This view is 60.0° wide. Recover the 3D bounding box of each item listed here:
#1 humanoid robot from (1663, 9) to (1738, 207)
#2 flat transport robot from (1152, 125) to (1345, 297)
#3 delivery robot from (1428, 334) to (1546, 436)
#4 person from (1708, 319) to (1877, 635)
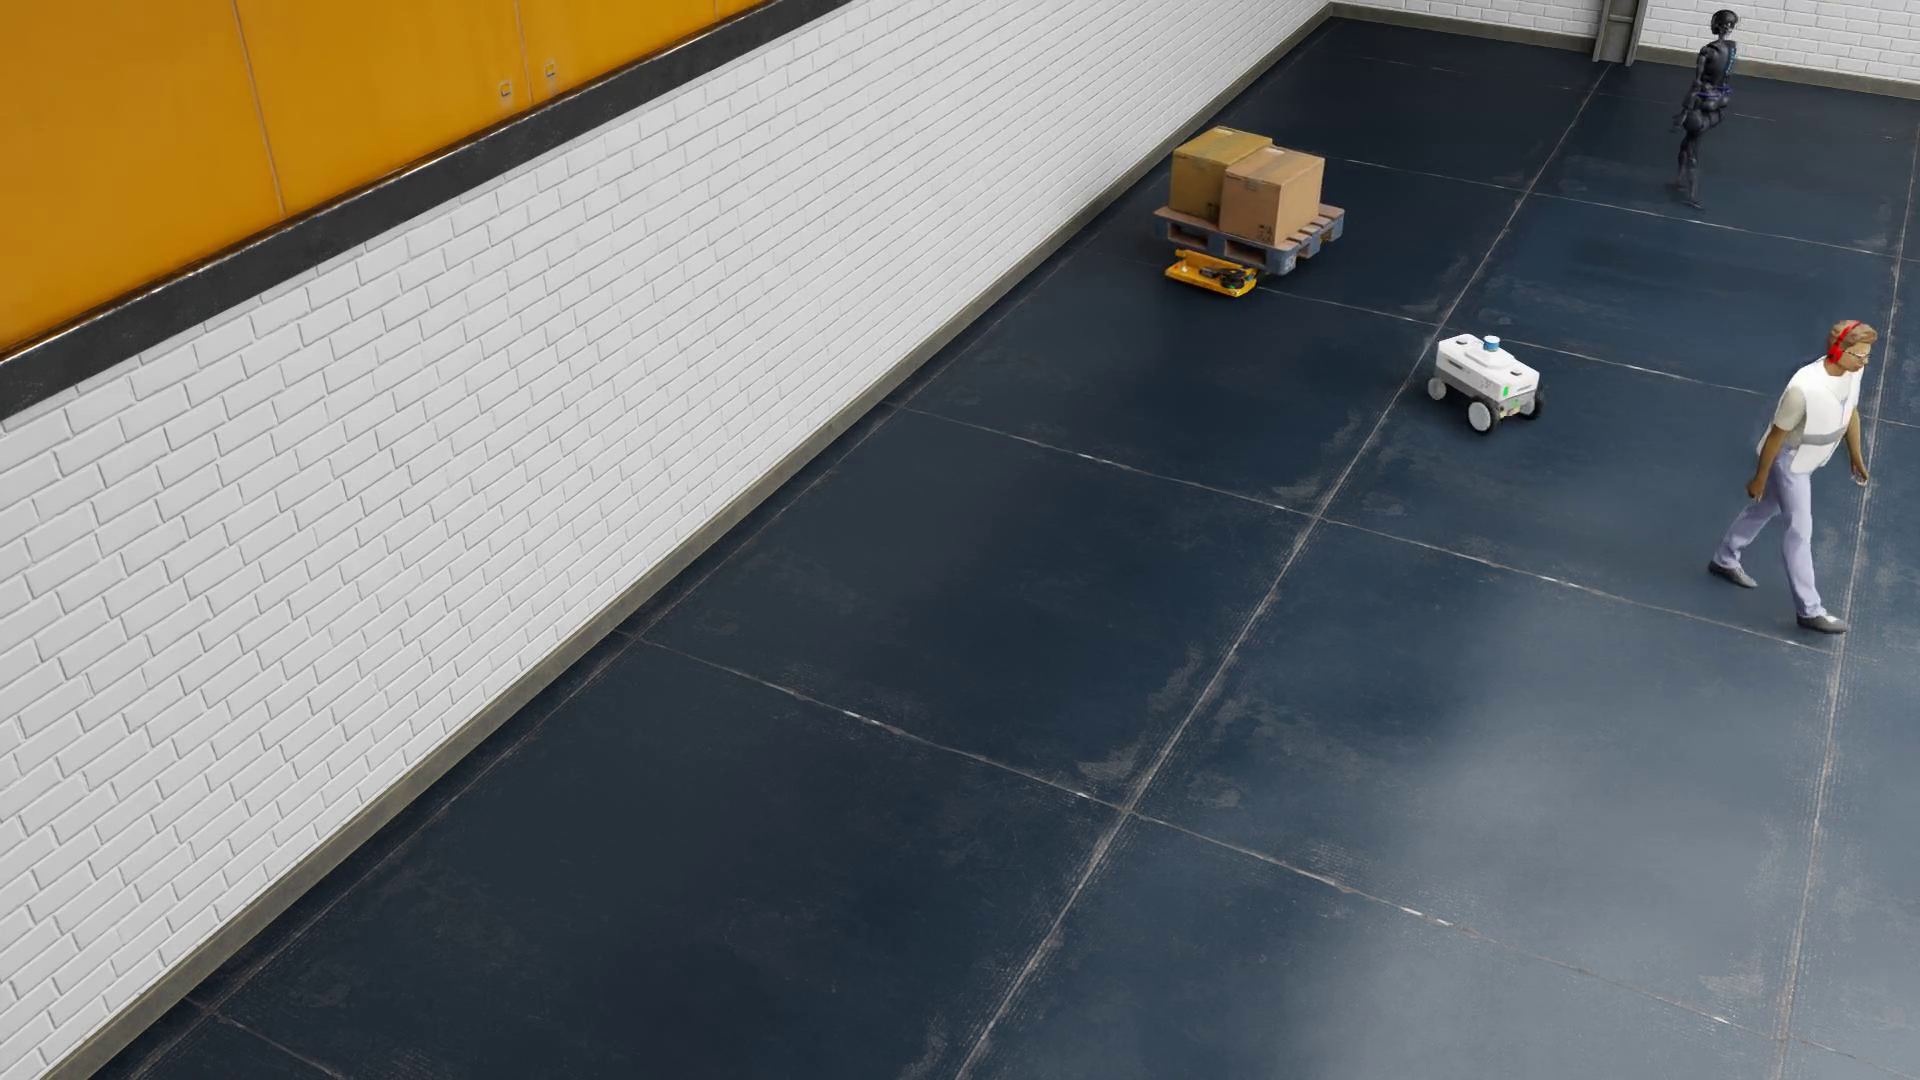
[{"bbox_3d":[6.310,-3.705,14.233,0.612,1.647,0.519,-24,41,-31],"label":"humanoid robot"},{"bbox_3d":[2.322,-2.362,13.492,0.659,0.231,1.431,23,40,30],"label":"flat transport robot"},{"bbox_3d":[3.595,-1.091,11.359,0.499,0.612,0.814,-17,38,-24],"label":"delivery robot"},{"bbox_3d":[4.727,-0.364,9.141,0.574,1.798,0.962,-25,41,-32],"label":"person"}]
